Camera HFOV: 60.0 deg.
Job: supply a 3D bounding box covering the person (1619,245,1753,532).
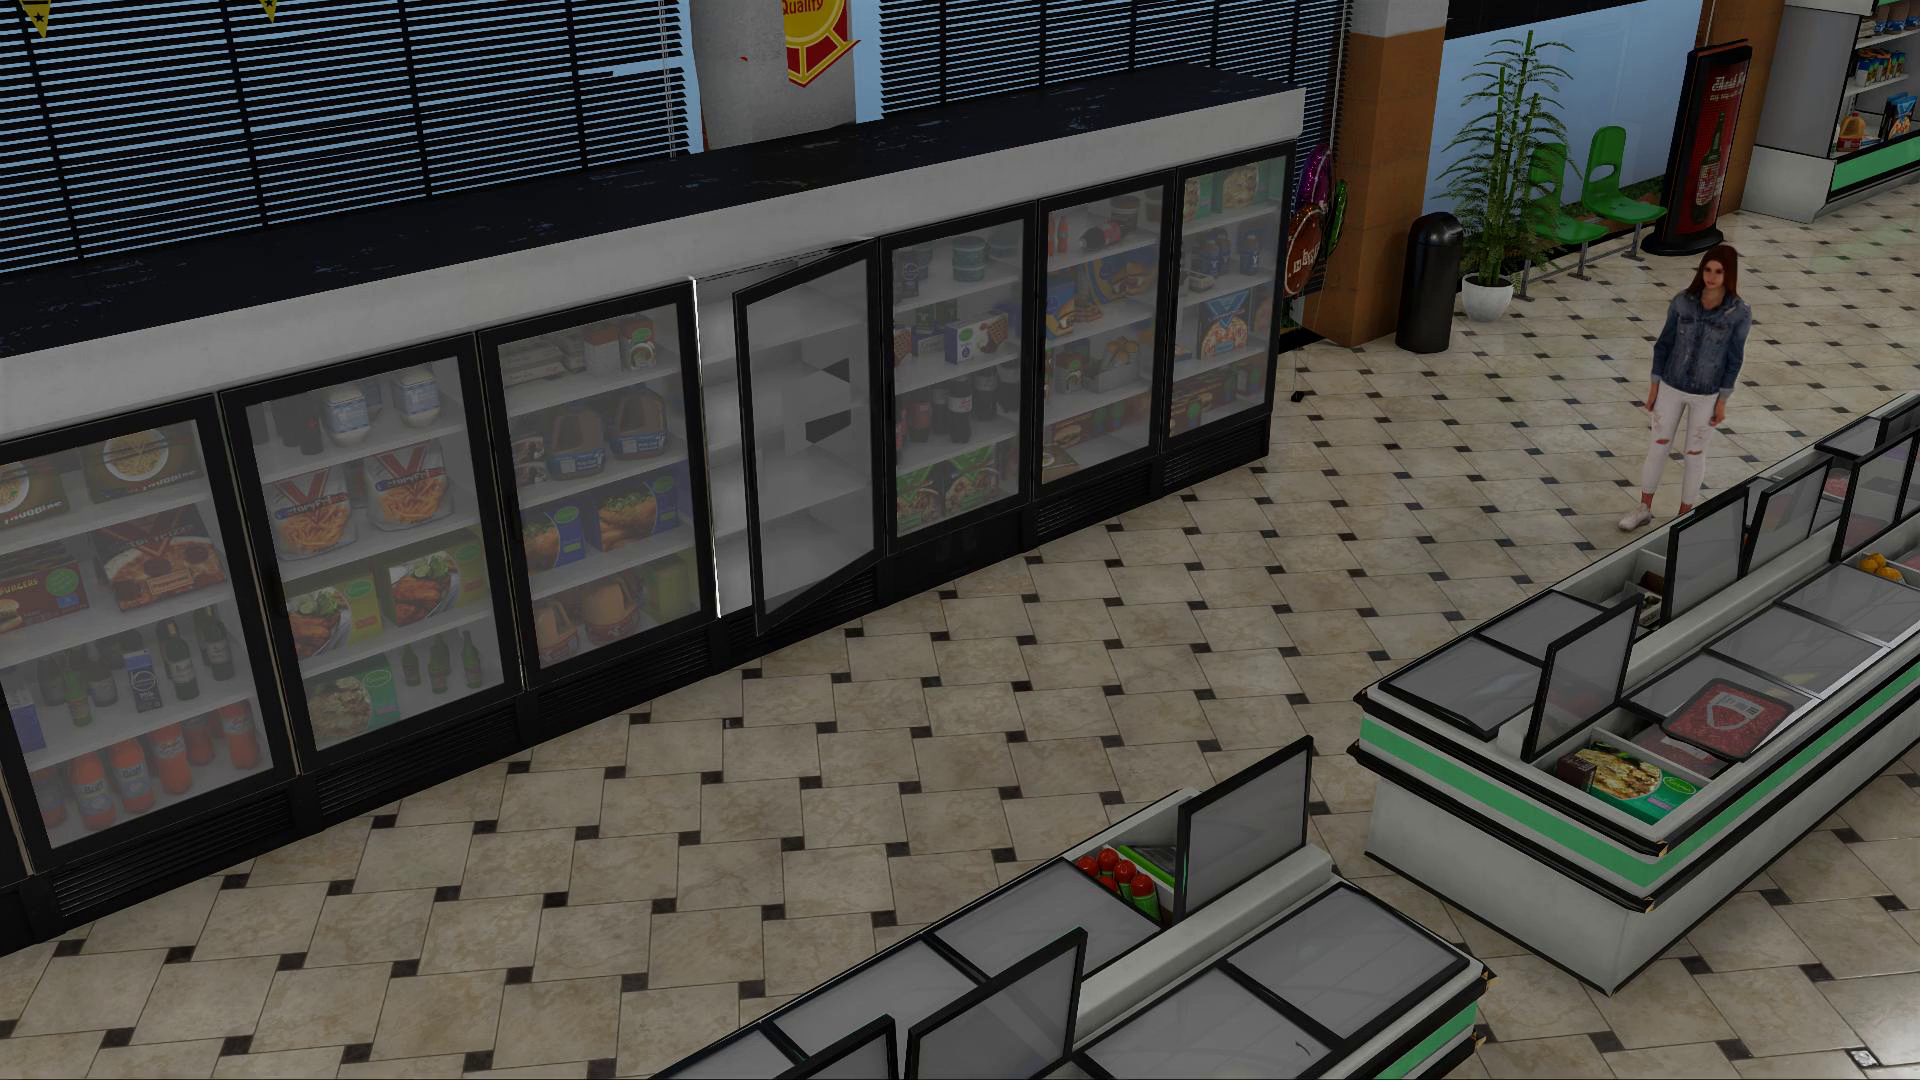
[{"bbox_3d":[4.041,-0.816,9.197,0.660,1.700,0.604,18,32,31],"label":"person"}]
